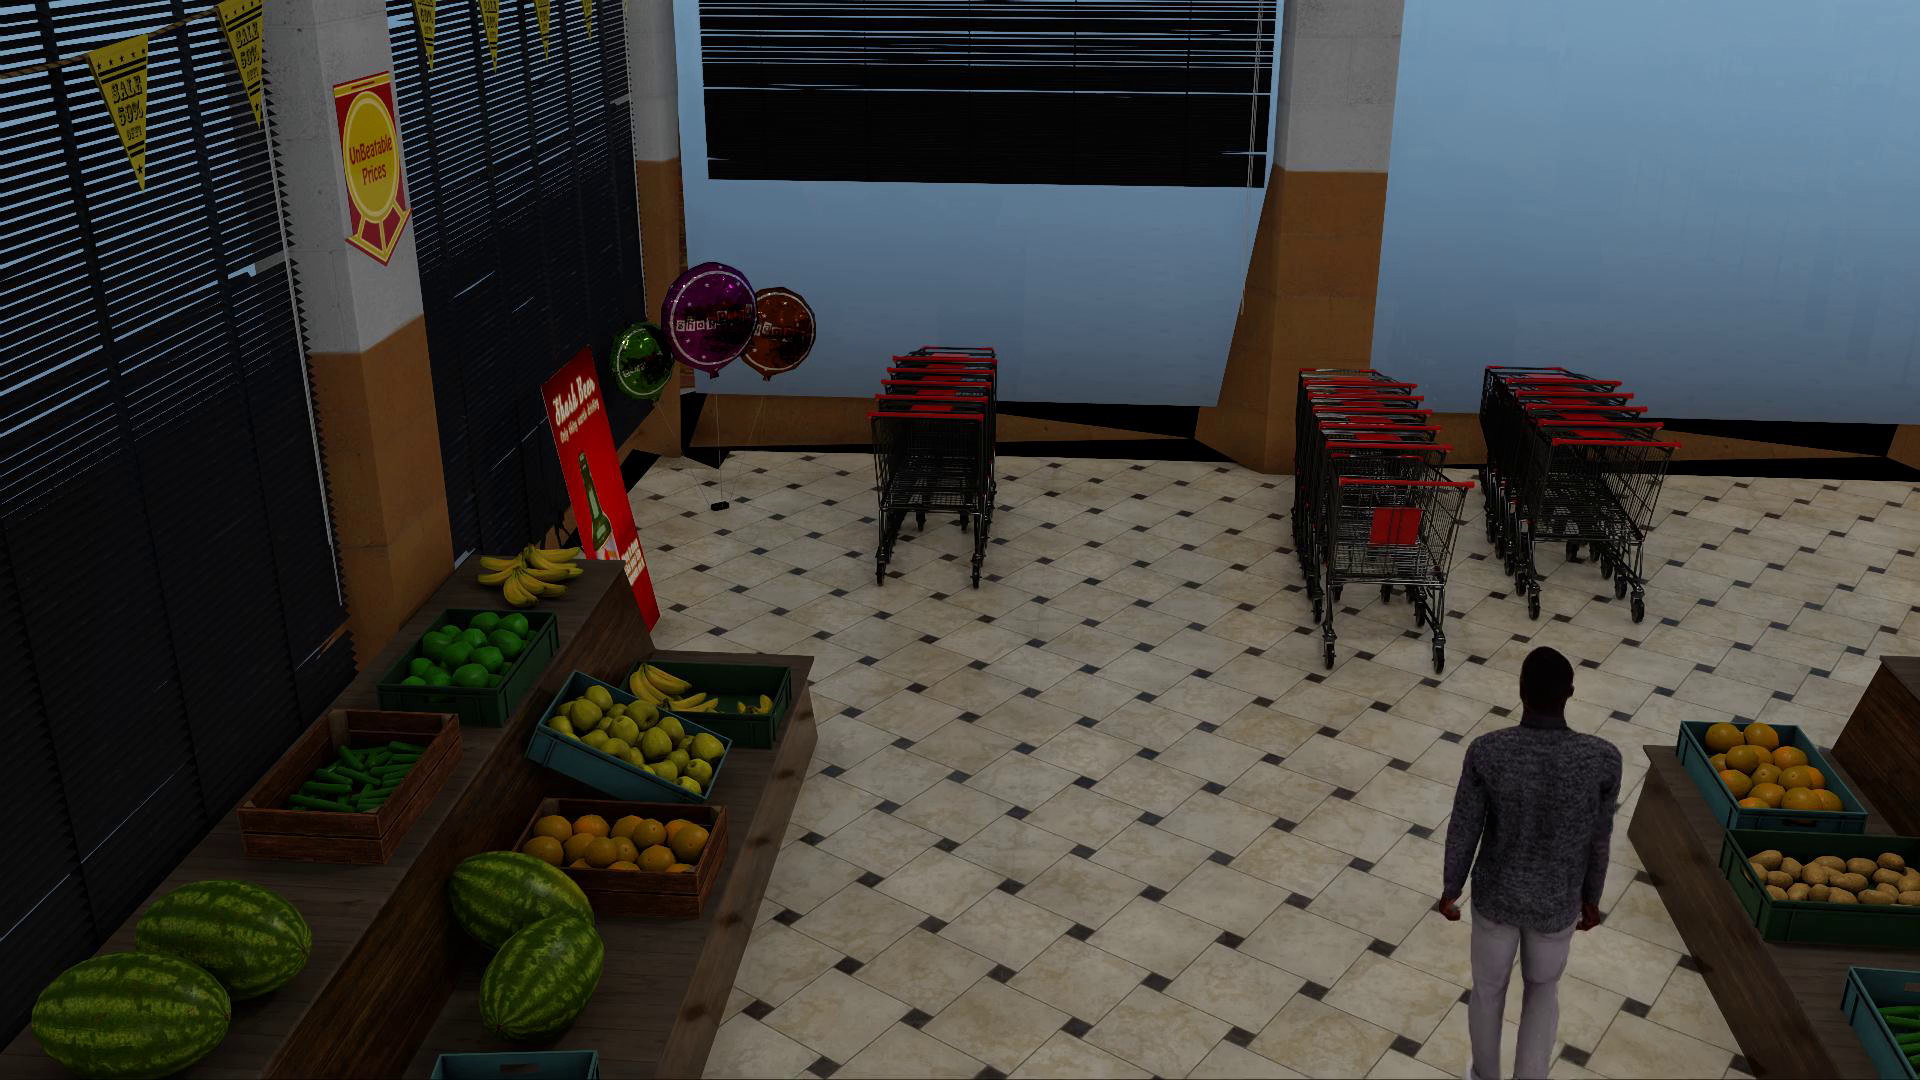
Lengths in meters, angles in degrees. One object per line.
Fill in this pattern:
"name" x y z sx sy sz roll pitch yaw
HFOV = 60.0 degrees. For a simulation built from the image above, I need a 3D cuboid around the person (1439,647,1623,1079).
"person" 1.904 1.252 5.564 0.732 1.822 0.854 4 22 10
